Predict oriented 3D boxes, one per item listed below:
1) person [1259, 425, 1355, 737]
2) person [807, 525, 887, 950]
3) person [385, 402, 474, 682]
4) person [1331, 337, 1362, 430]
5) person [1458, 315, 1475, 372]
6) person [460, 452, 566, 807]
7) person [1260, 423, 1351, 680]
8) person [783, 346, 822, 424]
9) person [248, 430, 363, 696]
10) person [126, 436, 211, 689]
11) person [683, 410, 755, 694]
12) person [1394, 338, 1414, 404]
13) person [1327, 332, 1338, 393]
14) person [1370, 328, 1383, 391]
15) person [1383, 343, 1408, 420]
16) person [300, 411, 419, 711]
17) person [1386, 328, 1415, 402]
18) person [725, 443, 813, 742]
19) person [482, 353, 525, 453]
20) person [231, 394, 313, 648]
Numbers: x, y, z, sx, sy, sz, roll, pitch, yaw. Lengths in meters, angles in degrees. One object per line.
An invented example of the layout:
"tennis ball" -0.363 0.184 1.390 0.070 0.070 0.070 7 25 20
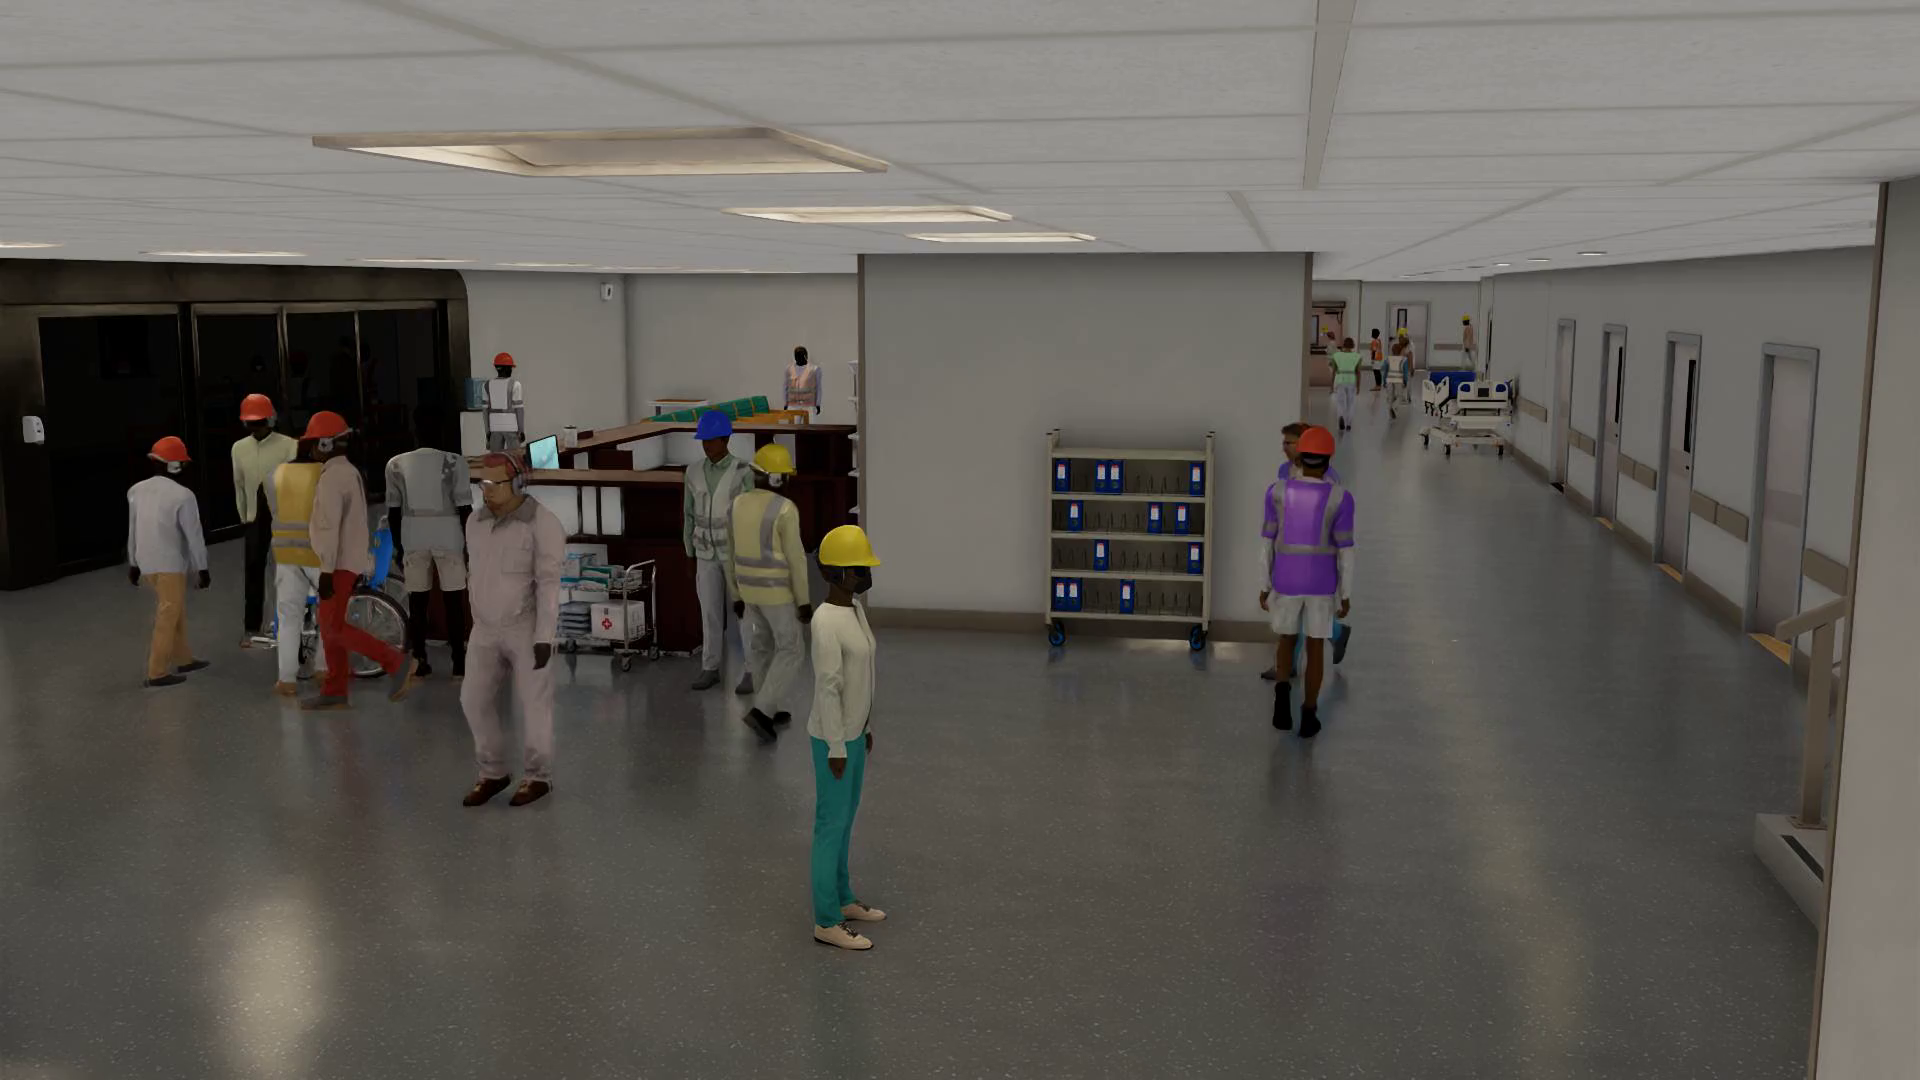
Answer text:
"person" 2.106 0.264 10.134 0.569 1.916 0.538 4 9 24
"person" -0.476 0.813 6.993 0.308 1.769 0.525 1 9 8
"person" -3.677 0.019 11.623 0.604 1.959 0.379 0 9 -1
"person" 7.520 -3.035 32.388 0.579 1.821 0.777 2 9 12
"person" 16.769 -6.432 54.751 0.808 1.898 0.603 4 9 25
"person" -2.399 0.486 8.748 0.656 1.889 0.573 3 9 21
"person" 2.478 0.065 11.785 0.756 1.817 0.574 -4 9 -22
"person" -2.517 -2.159 26.471 0.632 1.842 0.429 1 9 9
"person" -4.460 0.140 11.358 0.822 1.797 0.629 1 9 4
"person" -5.437 0.138 11.590 0.581 1.721 0.712 4 9 25
"person" -1.619 0.084 11.291 0.600 1.939 0.421 4 9 22
"person" 10.423 -3.987 39.375 0.791 1.603 0.507 -5 10 -32
"person" 9.861 -4.700 44.042 0.347 1.626 0.559 3 9 21
"person" 11.282 -4.887 45.087 0.322 1.689 0.536 4 9 25
"person" 9.082 -3.297 34.763 0.520 1.624 0.522 5 10 32
"person" -3.937 0.146 10.740 0.673 1.968 0.616 -2 9 -11
"person" 10.741 -4.239 40.395 0.508 1.813 0.644 -5 10 -28
"person" -1.185 0.319 10.145 0.604 1.830 0.525 8 11 41
"person" -5.844 -1.437 21.380 0.545 1.933 0.376 2 9 12
"person" -5.338 -0.164 12.931 0.634 1.953 0.736 1 9 4
